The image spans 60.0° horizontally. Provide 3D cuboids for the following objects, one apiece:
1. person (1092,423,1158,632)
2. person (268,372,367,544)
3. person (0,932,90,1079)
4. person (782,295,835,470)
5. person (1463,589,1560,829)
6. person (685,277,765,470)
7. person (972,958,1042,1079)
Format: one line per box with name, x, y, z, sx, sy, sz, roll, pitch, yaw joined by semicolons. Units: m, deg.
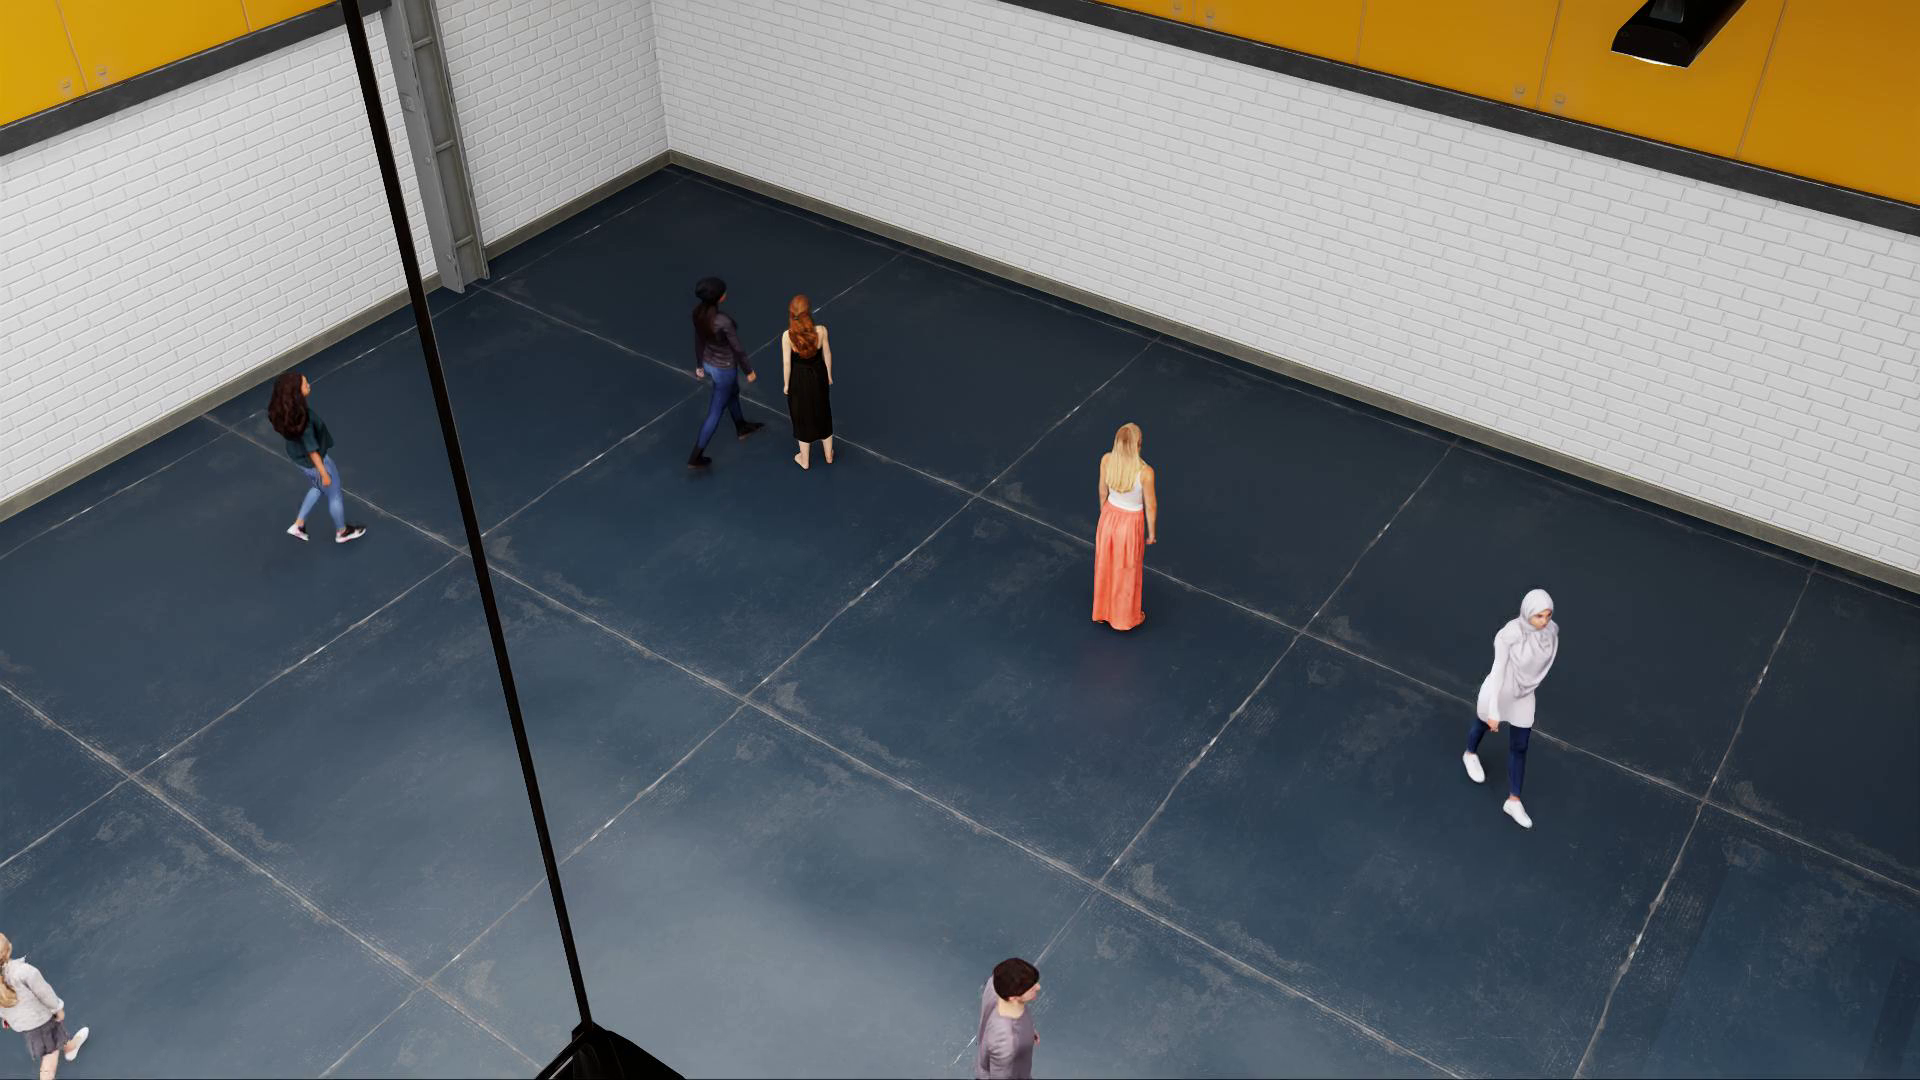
person;1.188;-0.090;12.179;0.616;1.803;0.563;25;45;28
person;-5.110;-0.588;12.961;0.853;1.604;0.678;-31;48;-33
person;-5.165;2.650;9.184;0.768;1.259;0.935;3;39;4
person;-1.267;-1.314;13.853;0.661;1.625;0.742;-13;40;-16
person;3.554;0.962;10.909;1.009;1.744;1.066;-6;39;-7
person;-2.044;-1.348;13.827;0.796;1.711;1.189;30;47;32
person;0.145;2.767;8.599;1.215;1.806;1.191;-4;39;-5
